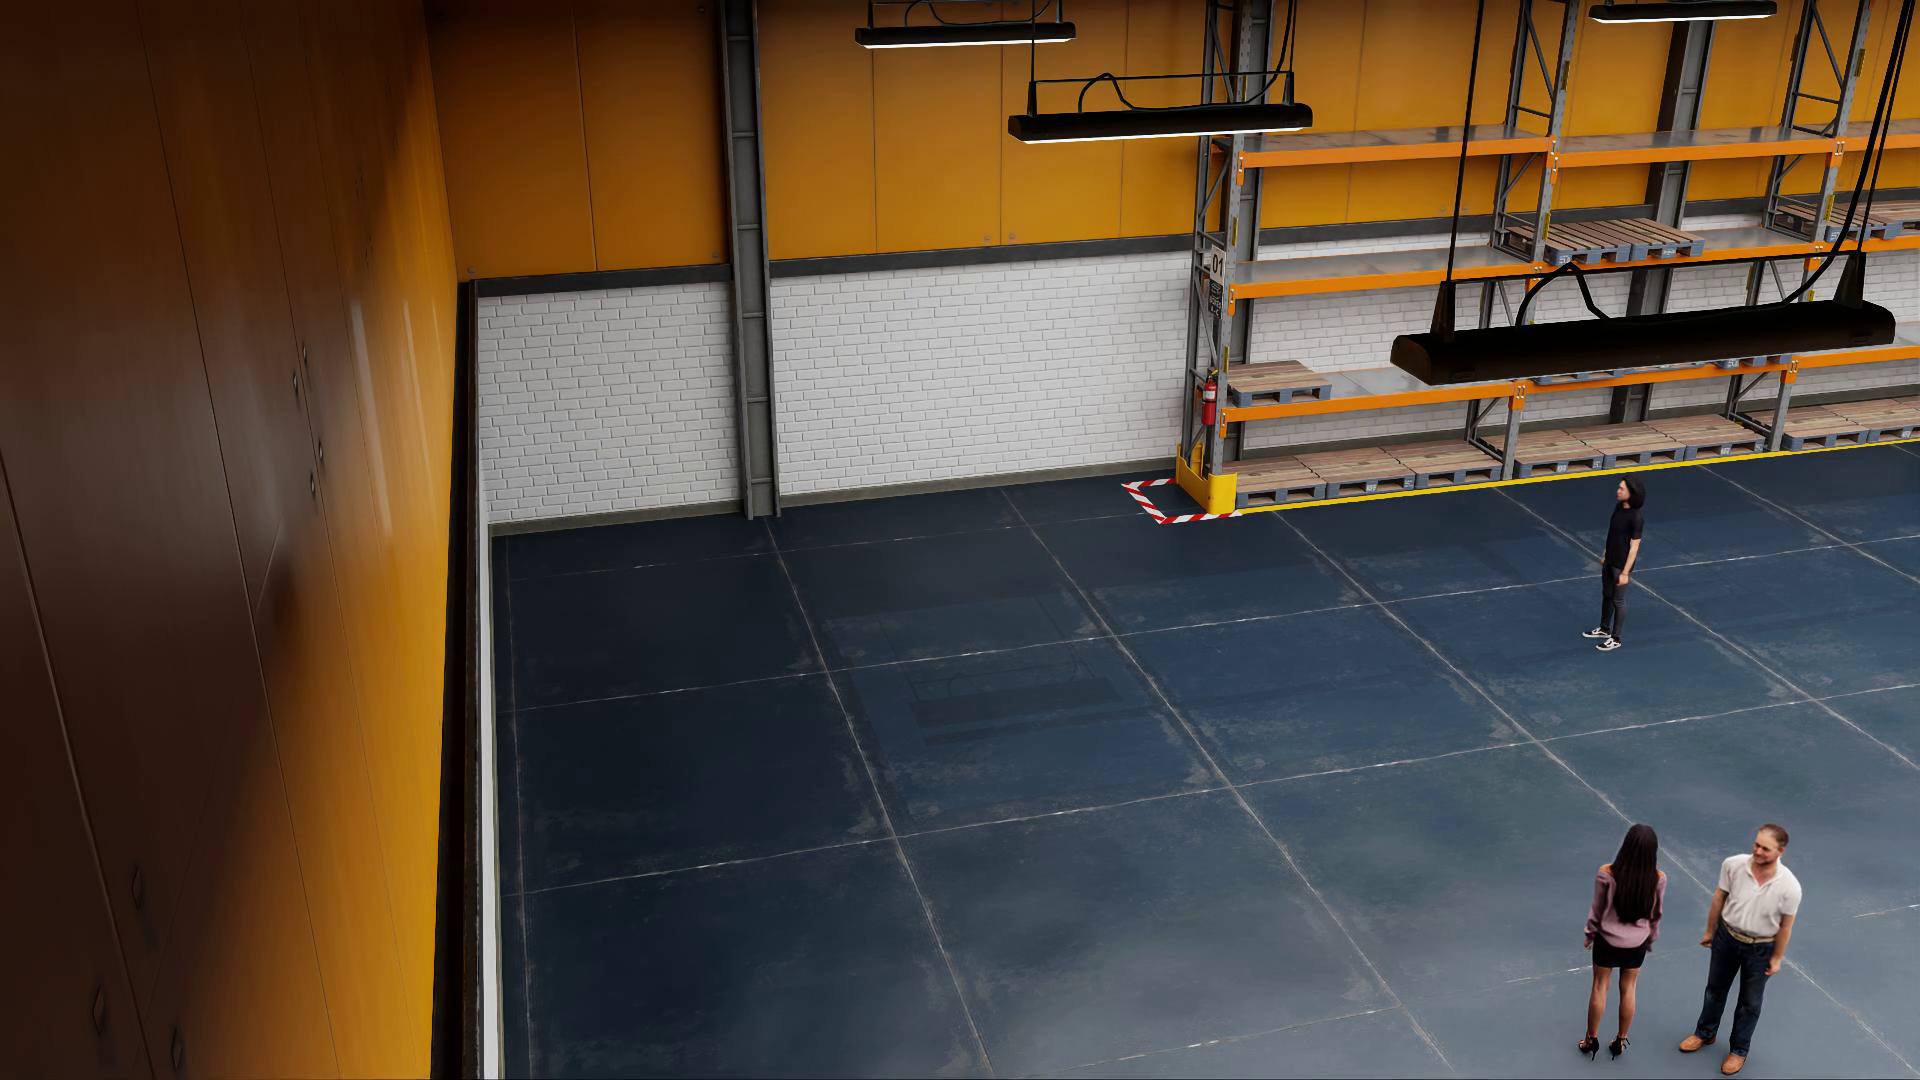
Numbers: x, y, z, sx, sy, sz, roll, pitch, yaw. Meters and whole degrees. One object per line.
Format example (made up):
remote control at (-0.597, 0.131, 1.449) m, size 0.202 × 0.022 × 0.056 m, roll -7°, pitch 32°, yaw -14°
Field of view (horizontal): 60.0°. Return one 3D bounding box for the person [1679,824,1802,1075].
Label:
person at (5.199, 2.650, 10.977) m, size 0.728 × 1.856 × 0.747 m, roll -19°, pitch 30°, yaw -36°

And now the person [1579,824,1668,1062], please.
person at (4.372, 2.665, 10.998) m, size 0.608 × 1.812 × 0.757 m, roll 3°, pitch 24°, yaw 8°

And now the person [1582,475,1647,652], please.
person at (6.595, 0.198, 16.611) m, size 0.576 × 1.836 × 0.659 m, roll -3°, pitch 24°, yaw -6°
